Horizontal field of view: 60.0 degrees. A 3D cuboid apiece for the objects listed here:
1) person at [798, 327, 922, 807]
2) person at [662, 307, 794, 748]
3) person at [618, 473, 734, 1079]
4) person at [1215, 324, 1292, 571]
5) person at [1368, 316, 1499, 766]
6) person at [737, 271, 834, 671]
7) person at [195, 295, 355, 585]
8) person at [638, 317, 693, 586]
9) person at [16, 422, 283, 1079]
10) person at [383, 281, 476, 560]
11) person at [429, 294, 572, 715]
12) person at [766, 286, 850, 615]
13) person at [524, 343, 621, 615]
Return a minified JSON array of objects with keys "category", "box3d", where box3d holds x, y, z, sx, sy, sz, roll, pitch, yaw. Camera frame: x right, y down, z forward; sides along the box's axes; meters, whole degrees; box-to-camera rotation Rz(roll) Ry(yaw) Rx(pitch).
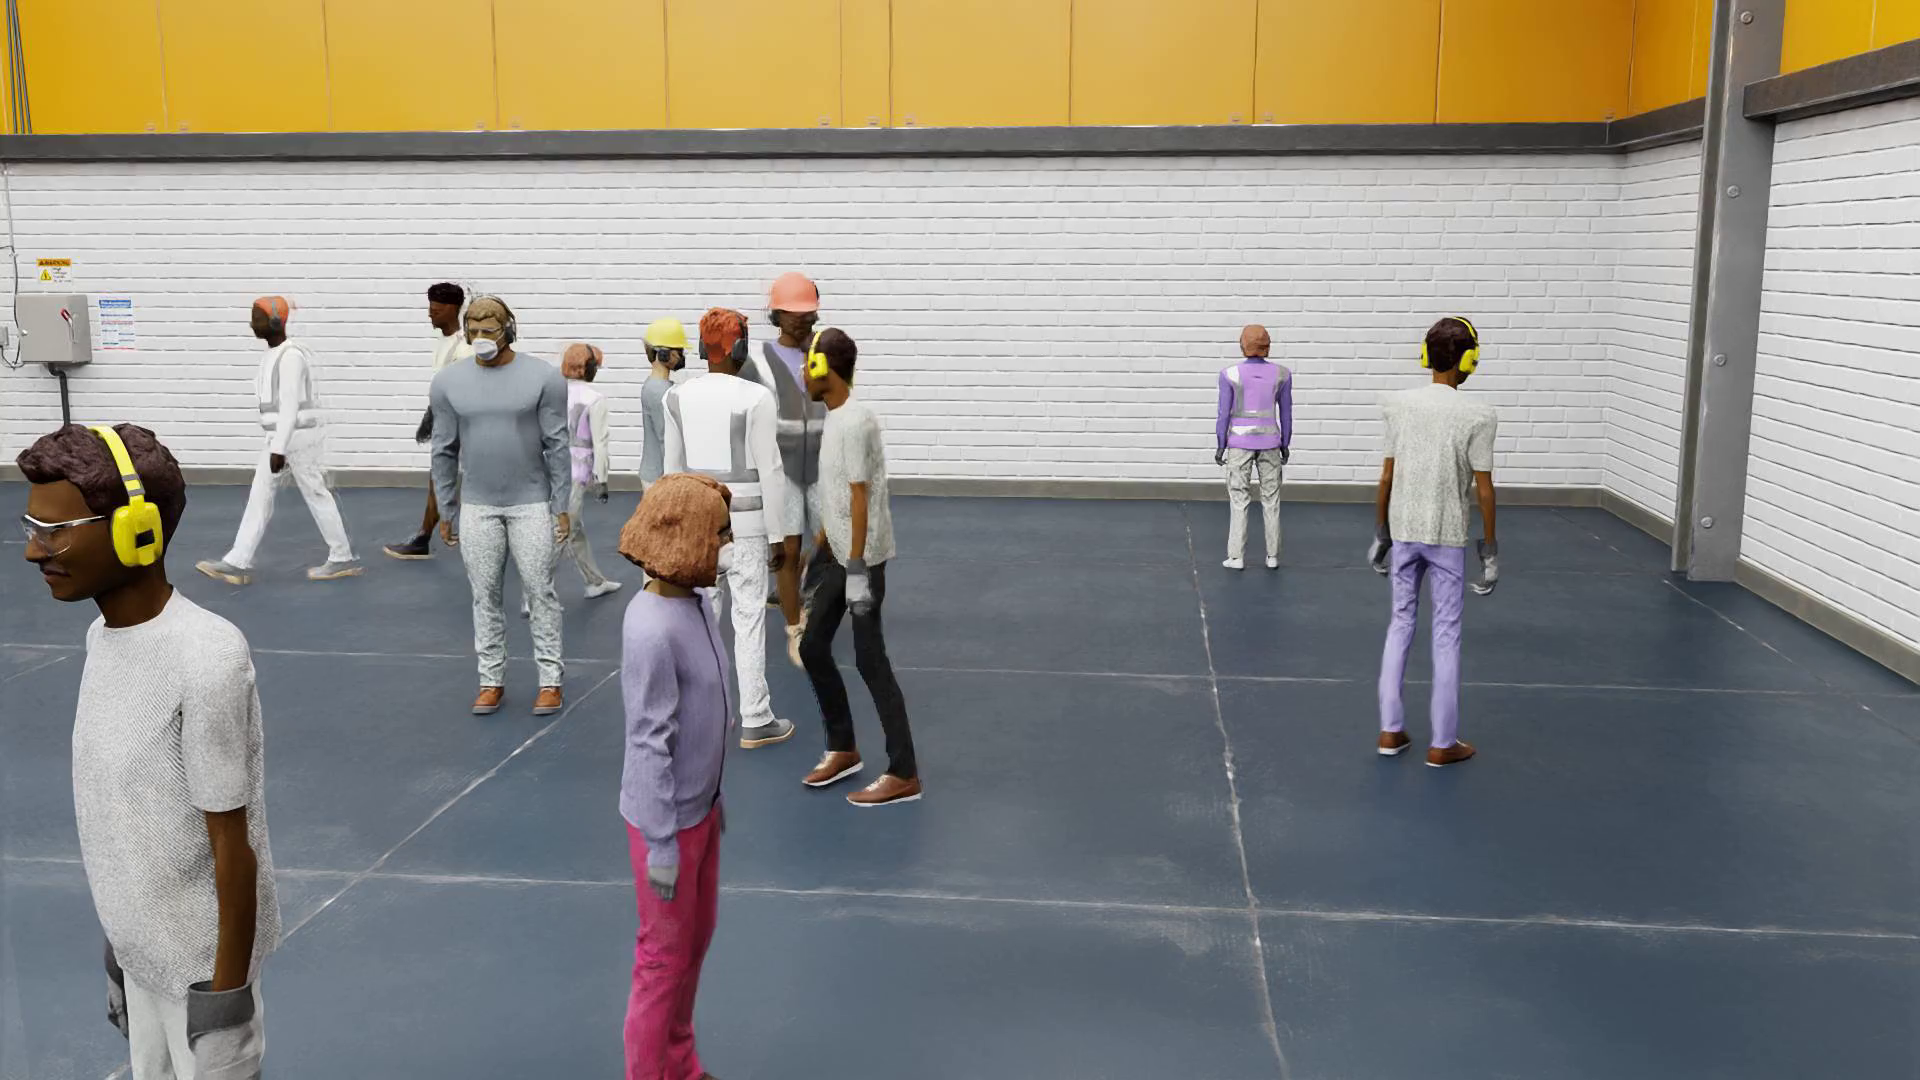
[{"category":"person","box3d":[-0.418,0.094,6.477,0.434,1.830,0.561,-3,10,-15]},{"category":"person","box3d":[-0.990,-0.047,7.129,0.572,1.885,0.356,5,11,25]},{"category":"person","box3d":[-0.653,0.651,3.881,0.284,1.626,0.509,1,10,3]},{"category":"person","box3d":[1.947,-0.606,11.039,0.523,1.636,0.311,-1,10,-6]},{"category":"person","box3d":[1.955,0.017,6.865,0.563,1.860,0.359,8,13,37]},{"category":"person","box3d":[-0.865,-0.373,8.595,0.616,2.023,0.695,-5,11,-26]},{"category":"person","box3d":[-4.342,-0.618,10.537,0.970,1.829,0.606,-8,13,-38]},{"category":"person","box3d":[-1.578,-0.314,8.996,0.311,1.768,0.524,-3,10,-17]},{"category":"person","box3d":[-1.304,0.730,2.764,0.510,1.861,0.324,9,13,41]},{"category":"person","box3d":[-3.503,-0.831,11.568,1.024,1.918,0.606,-5,11,-26]},{"category":"person","box3d":[-2.093,-0.152,7.621,0.635,1.928,0.382,-1,10,-3]},{"category":"person","box3d":[-0.921,-0.543,9.734,0.604,1.966,0.367,6,12,33]},{"category":"person","box3d":[-2.314,-0.369,9.851,0.537,1.575,0.835,7,12,36]}]
